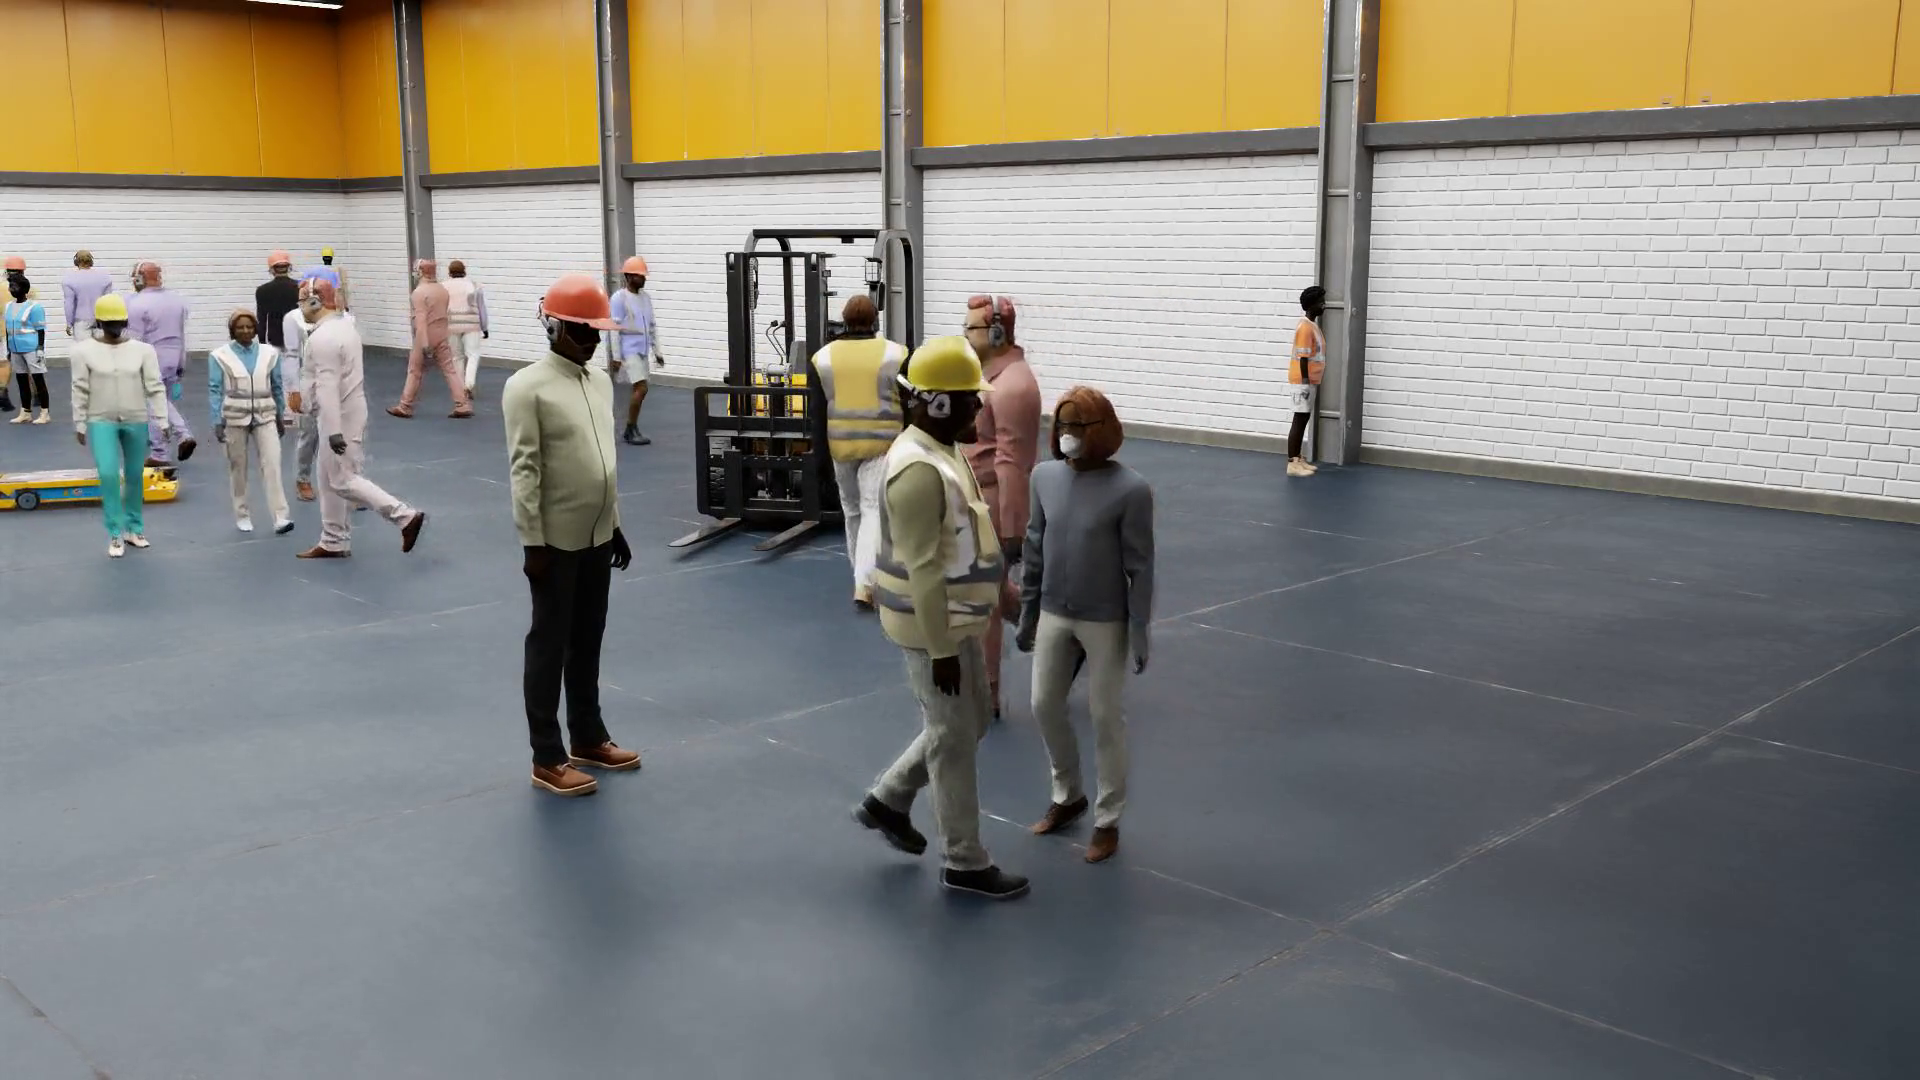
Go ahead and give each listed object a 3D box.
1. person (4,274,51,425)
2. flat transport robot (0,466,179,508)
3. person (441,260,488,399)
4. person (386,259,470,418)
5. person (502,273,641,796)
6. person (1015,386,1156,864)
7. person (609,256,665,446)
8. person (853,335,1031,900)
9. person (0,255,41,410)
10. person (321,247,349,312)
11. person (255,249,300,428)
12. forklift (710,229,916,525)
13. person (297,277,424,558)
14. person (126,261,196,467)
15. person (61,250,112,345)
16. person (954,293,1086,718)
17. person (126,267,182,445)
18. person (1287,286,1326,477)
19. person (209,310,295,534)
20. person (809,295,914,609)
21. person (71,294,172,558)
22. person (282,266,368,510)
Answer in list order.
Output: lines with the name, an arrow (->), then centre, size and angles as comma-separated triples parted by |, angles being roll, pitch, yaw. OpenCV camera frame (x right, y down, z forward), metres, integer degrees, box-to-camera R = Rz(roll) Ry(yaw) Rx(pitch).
person -> -10.540, -2.141, 18.757 | 0.540, 1.696, 0.316 | 3, 11, 16
flat transport robot -> -7.067, -0.429, 13.315 | 1.431, 0.197, 0.652 | -4, 11, -22
person -> -6.530, -2.762, 21.821 | 0.634, 1.818, 0.776 | -1, 10, -3
person -> -6.198, -2.331, 19.379 | 1.019, 1.852, 0.644 | 4, 11, 20
person -> -1.488, -0.028, 6.440 | 0.394, 1.988, 0.613 | 4, 11, 22
person -> 0.444, 0.280, 5.750 | 0.556, 1.627, 0.358 | 8, 13, 36
person -> -3.266, -1.903, 16.872 | 0.527, 1.919, 0.556 | 5, 11, 24
person -> -0.052, 0.255, 5.349 | 0.554, 1.821, 0.615 | 2, 11, 9
person -> -11.598, -2.550, 20.447 | 0.545, 1.908, 0.951 | -1, 10, -8
person -> -10.852, -4.078, 28.688 | 0.585, 1.929, 0.376 | -5, 11, -25
person -> -7.402, -2.205, 18.329 | 0.641, 1.977, 0.591 | -6, 12, -31
forklift -> -1.050, -1.319, 12.920 | 1.214, 2.155, 2.313 | 2, 11, 13
person -> -3.970, -0.780, 10.885 | 0.786, 1.877, 0.669 | -2, 11, -9
person -> -7.418, -1.609, 15.304 | 0.427, 1.895, 0.666 | 3, 11, 14
person -> -11.692, -2.919, 22.342 | 0.364, 1.939, 0.636 | 9, 14, 41
person -> 0.230, -0.140, 7.321 | 0.651, 1.885, 0.651 | 0, 10, -1
person -> -8.205, -1.866, 16.887 | 0.452, 1.828, 0.594 | -10, 14, -44
person -> 3.079, -1.407, 14.783 | 0.321, 1.690, 0.527 | 3, 11, 18
person -> -5.032, -0.823, 11.823 | 0.533, 1.601, 0.775 | -8, 13, -36
person -> -0.553, -0.522, 9.673 | 0.625, 1.800, 0.962 | 2, 11, 13
person -> -5.620, -0.773, 11.170 | 0.556, 1.727, 0.692 | -7, 13, -34
person -> -5.033, -1.206, 13.110 | 0.607, 1.907, 0.986 | -8, 13, -38
